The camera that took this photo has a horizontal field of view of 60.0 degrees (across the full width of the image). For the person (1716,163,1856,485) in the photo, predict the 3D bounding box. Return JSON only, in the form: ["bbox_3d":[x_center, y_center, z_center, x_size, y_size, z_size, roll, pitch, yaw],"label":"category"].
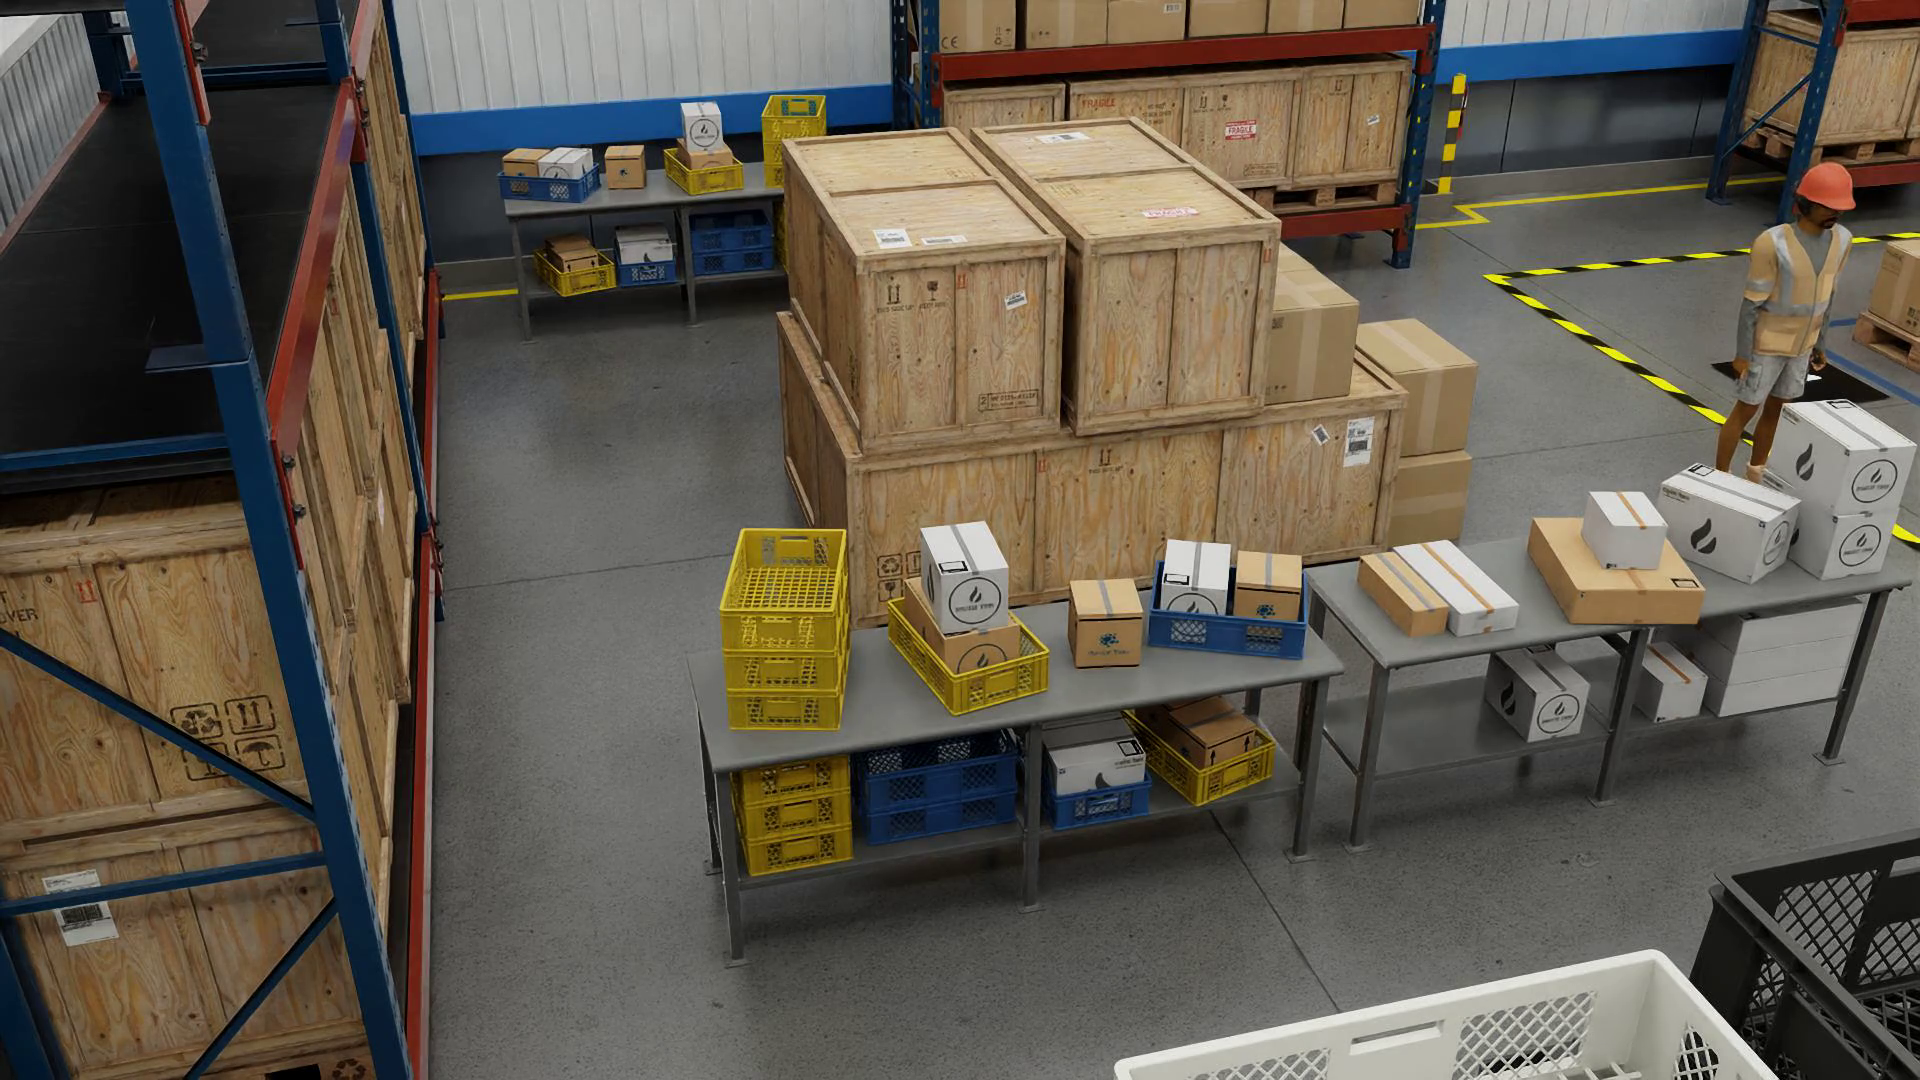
[{"bbox_3d":[4.598,-1.095,9.270,0.612,2.041,0.377,-9,30,-15],"label":"person"}]
